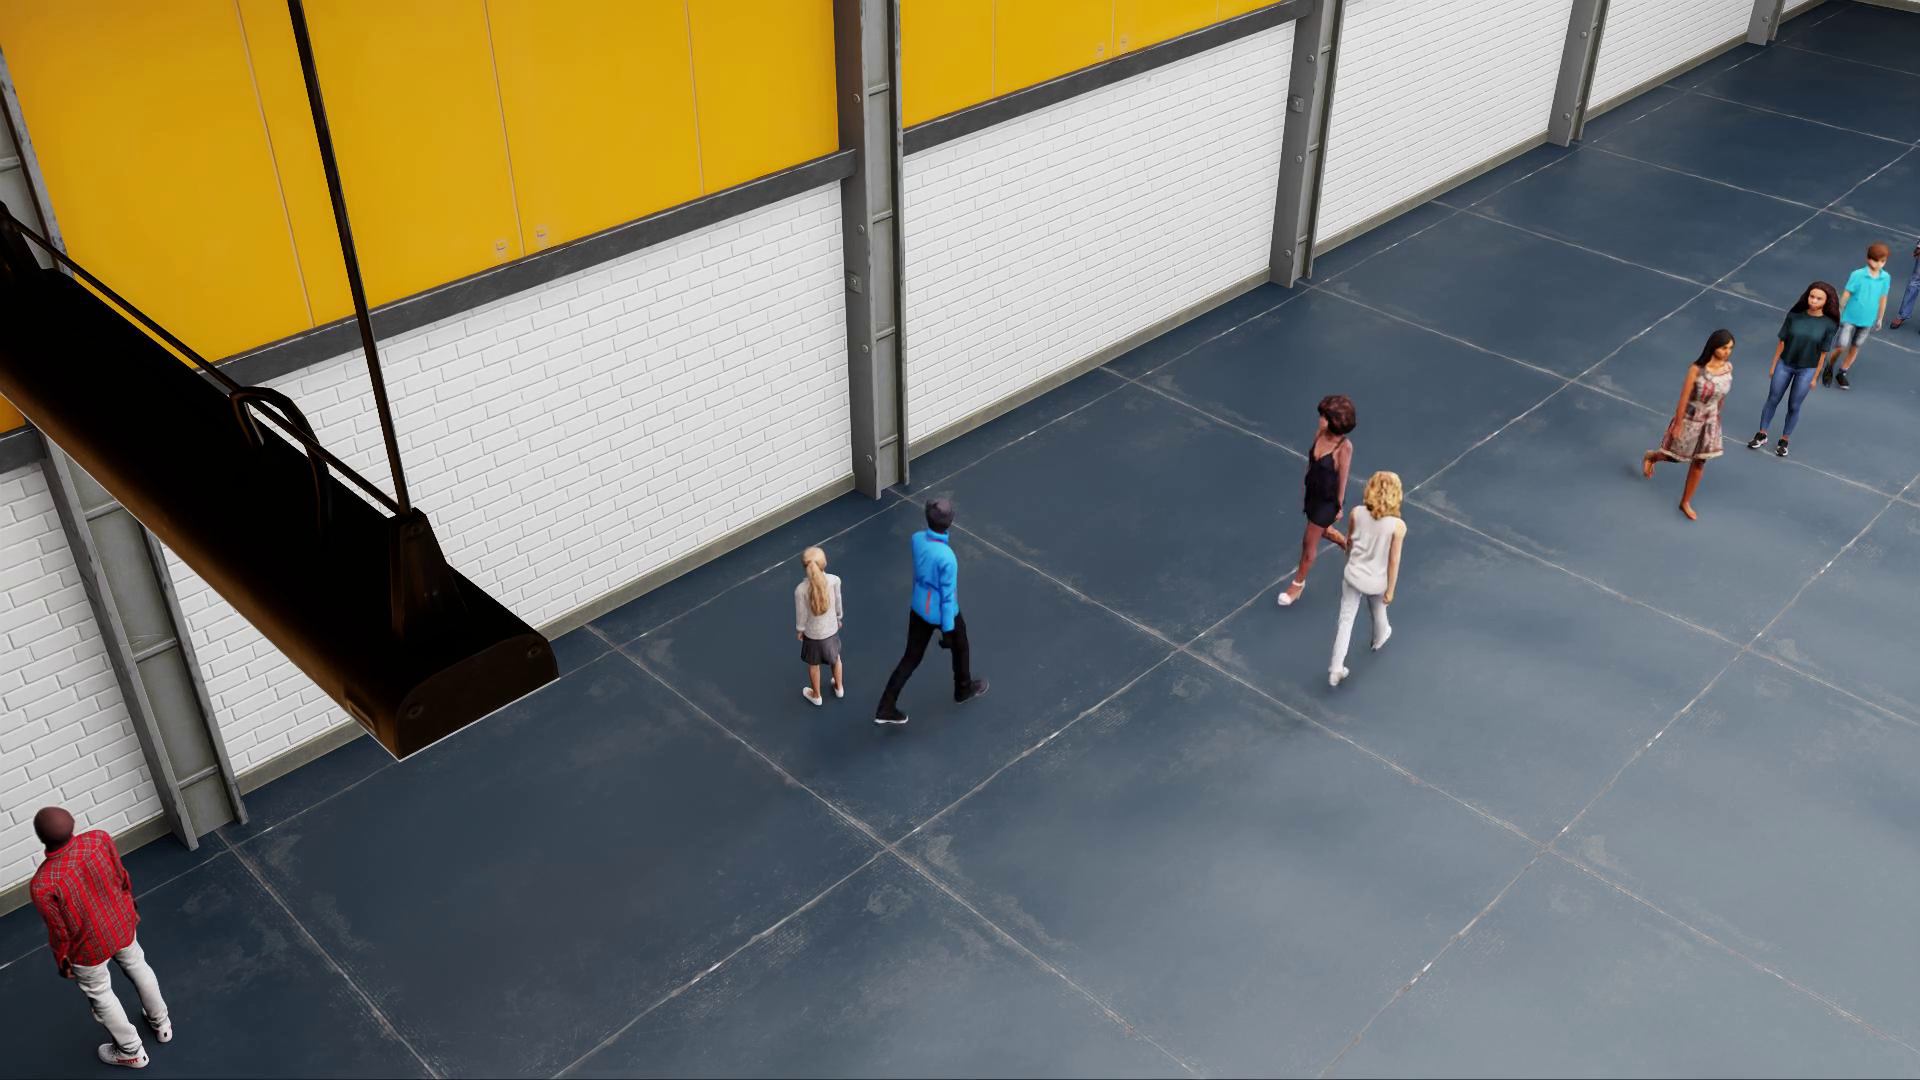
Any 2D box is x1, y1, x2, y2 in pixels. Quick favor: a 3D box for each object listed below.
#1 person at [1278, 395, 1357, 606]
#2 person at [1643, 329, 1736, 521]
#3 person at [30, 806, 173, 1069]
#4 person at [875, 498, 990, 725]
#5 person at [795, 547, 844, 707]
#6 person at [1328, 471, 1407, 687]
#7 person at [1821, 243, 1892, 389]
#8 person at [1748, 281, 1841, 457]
[{"bbox_3d":[2.821,-0.312,12.596,1.127,1.763,0.827,-14,36,-20],"label":"person"},{"bbox_3d":[6.051,-1.015,13.774,1.005,1.630,0.998,-7,34,-10],"label":"person"},{"bbox_3d":[-4.621,2.101,8.916,0.789,1.820,0.632,16,37,23],"label":"person"},{"bbox_3d":[-0.261,0.539,11.320,1.166,1.759,0.654,-27,42,-34],"label":"person"},{"bbox_3d":[-0.980,0.596,11.670,0.535,1.277,0.629,-16,37,-22],"label":"person"},{"bbox_3d":[2.838,0.306,11.792,0.723,1.624,1.120,21,39,29],"label":"person"},{"bbox_3d":[8.429,-2.133,15.628,0.614,1.441,0.665,3,34,4],"label":"person"},{"bbox_3d":[7.313,-1.512,14.534,0.627,1.617,0.625,23,40,30],"label":"person"}]
